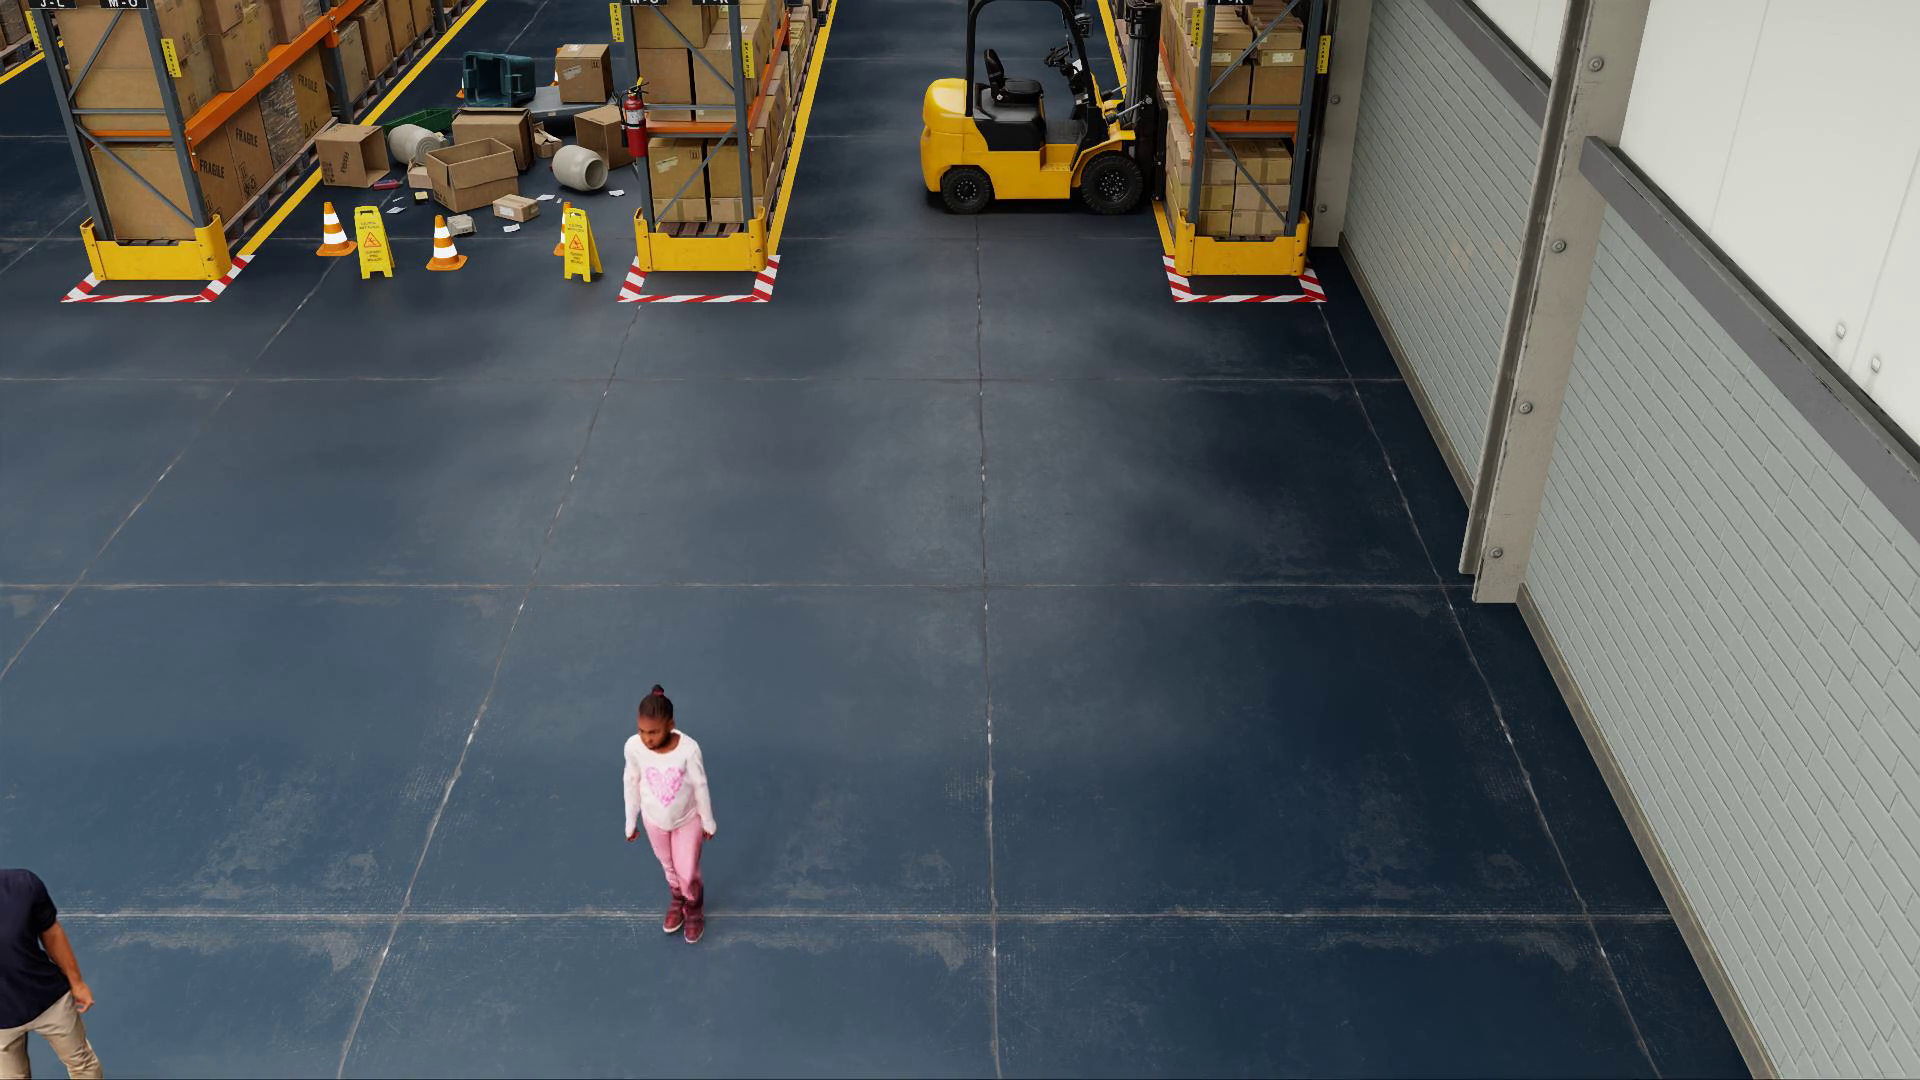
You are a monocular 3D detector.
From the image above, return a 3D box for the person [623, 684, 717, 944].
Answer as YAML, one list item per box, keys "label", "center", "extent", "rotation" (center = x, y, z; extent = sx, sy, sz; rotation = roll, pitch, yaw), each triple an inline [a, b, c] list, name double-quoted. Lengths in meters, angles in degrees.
- label: "person"
  center: [-1.373, 1.272, 8.040]
  extent: [0.615, 1.438, 0.588]
  rotation: [6, 33, 9]

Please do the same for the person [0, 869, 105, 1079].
- label: "person"
  center: [-3.799, 1.860, 6.717]
  extent: [0.723, 1.857, 0.729]
  rotation: [-20, 37, -28]
